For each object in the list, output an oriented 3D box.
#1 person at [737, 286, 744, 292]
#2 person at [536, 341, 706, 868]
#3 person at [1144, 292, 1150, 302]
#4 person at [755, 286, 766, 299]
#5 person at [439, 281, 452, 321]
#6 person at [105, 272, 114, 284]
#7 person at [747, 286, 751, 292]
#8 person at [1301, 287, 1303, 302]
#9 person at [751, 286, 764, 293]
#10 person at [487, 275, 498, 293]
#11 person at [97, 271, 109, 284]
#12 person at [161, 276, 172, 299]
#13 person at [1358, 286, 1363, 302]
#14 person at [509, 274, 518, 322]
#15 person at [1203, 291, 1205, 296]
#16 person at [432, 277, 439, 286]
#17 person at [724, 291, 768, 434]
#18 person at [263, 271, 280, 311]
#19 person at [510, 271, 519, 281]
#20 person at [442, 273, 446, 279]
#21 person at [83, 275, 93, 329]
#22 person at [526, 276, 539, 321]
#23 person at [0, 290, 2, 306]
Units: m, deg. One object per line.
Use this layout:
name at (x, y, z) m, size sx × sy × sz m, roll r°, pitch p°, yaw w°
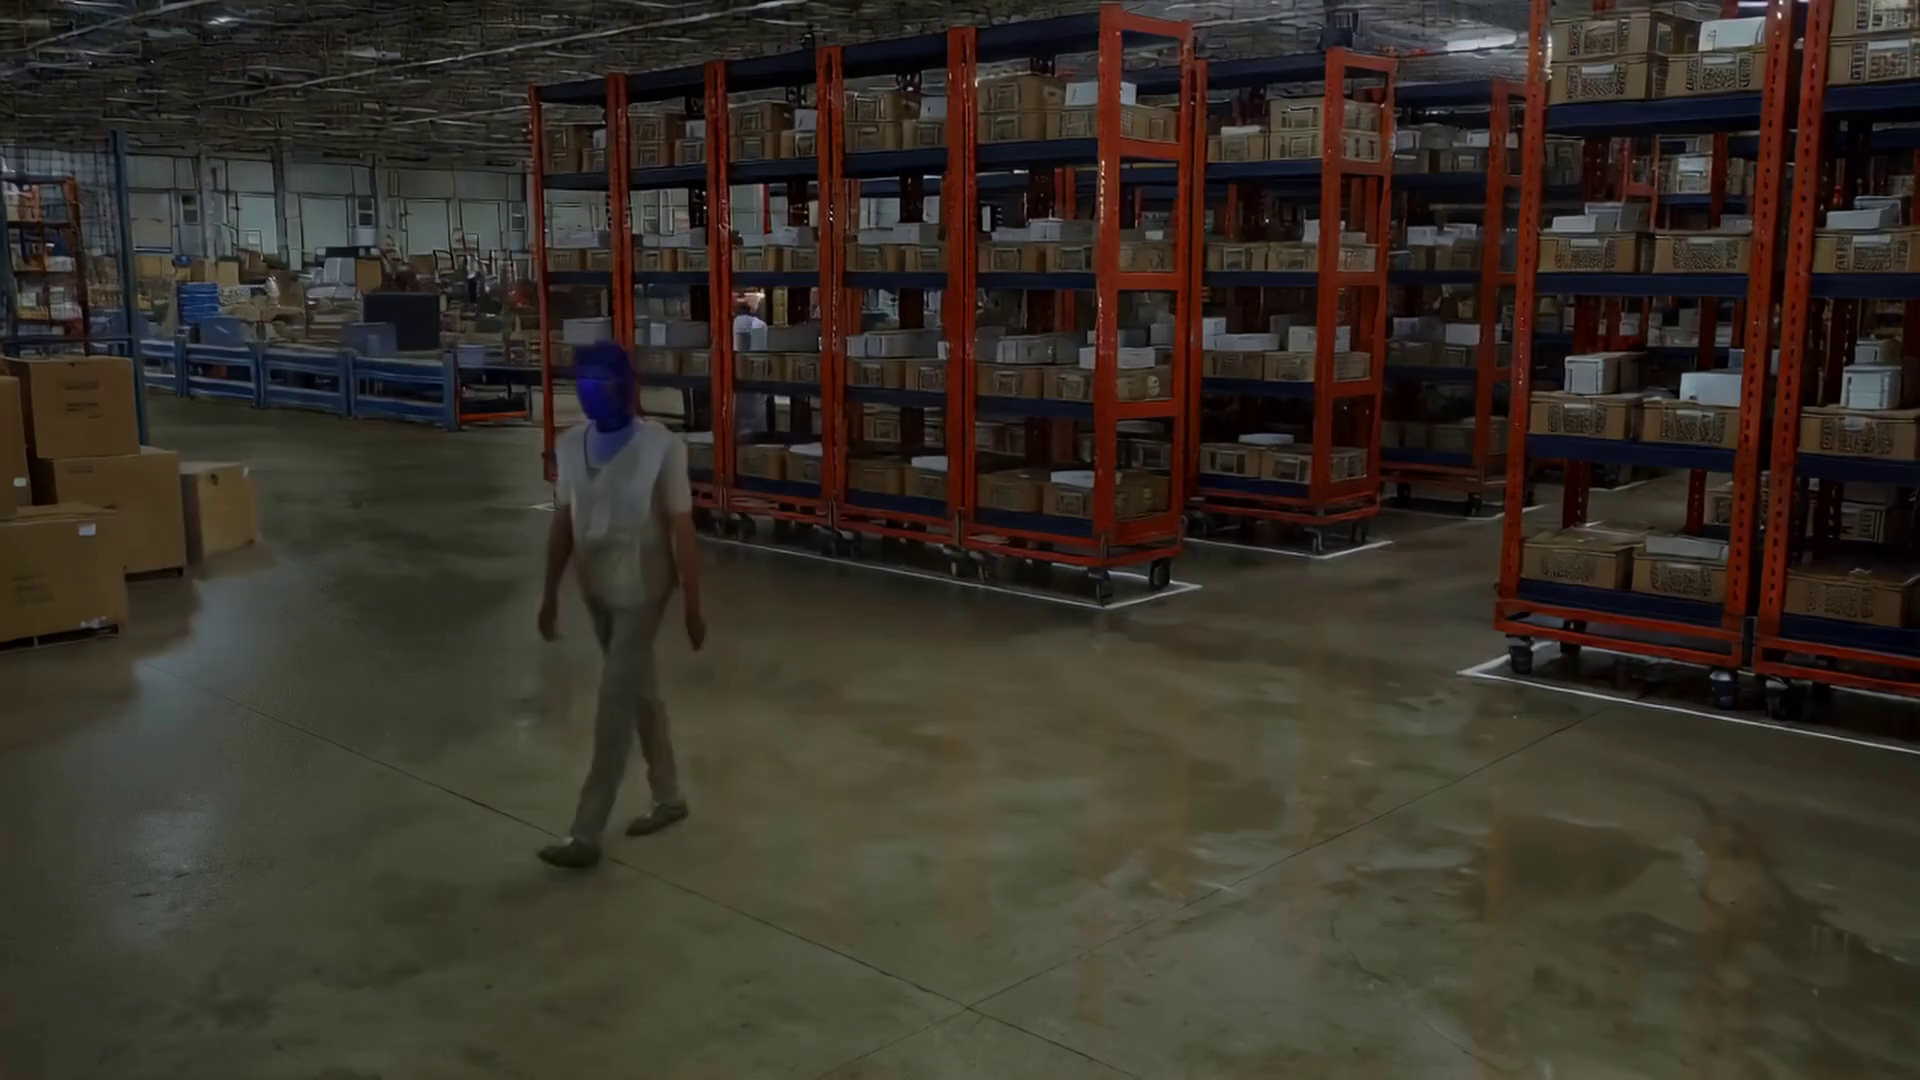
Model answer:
person at (-9.586, -10.491, 71.939) m, size 0.735 × 1.665 × 0.553 m, roll 2°, pitch 9°, yaw 11°
person at (-1.275, 0.220, 5.836) m, size 0.593 × 1.808 × 0.891 m, roll 7°, pitch 11°, yaw 36°
person at (7.018, -9.023, 62.884) m, size 0.317 × 1.695 × 0.540 m, roll 1°, pitch 9°, yaw 4°
person at (-5.718, -6.523, 47.681) m, size 0.541 × 1.646 × 0.868 m, roll -8°, pitch 13°, yaw -42°
person at (-13.739, -6.069, 44.585) m, size 0.555 × 1.745 × 0.552 m, roll 2°, pitch 9°, yaw 9°
person at (-38.286, -11.096, 74.830) m, size 0.387 × 1.948 × 0.602 m, roll 4°, pitch 10°, yaw 22°
person at (-9.134, -10.857, 73.392) m, size 0.551 × 1.936 × 0.356 m, roll -1°, pitch 9°, yaw -7°
person at (10.364, -6.965, 49.655) m, size 0.533 × 1.914 × 0.651 m, roll 6°, pitch 11°, yaw 31°
person at (-7.817, -9.367, 63.942) m, size 0.668 × 2.000 × 0.700 m, roll -4°, pitch 10°, yaw -26°
person at (-22.561, -11.896, 80.278) m, size 0.533 × 1.771 × 0.301 m, roll -3°, pitch 10°, yaw -19°
person at (-33.874, -9.643, 65.772) m, size 0.609 × 1.996 × 0.383 m, roll 5°, pitch 11°, yaw 30°
person at (-36.236, -11.178, 75.960) m, size 0.295 × 1.744 × 0.490 m, roll 7°, pitch 12°, yaw 38°
person at (6.421, -3.255, 26.930) m, size 0.785 × 1.881 × 0.673 m, roll -8°, pitch 12°, yaw -40°
person at (-15.653, -8.392, 58.473) m, size 0.324 × 1.876 × 0.526 m, roll -7°, pitch 12°, yaw -37°
person at (9.118, -9.134, 63.033) m, size 0.892 × 1.879 × 0.651 m, roll 7°, pitch 11°, yaw 35°
person at (-26.078, -12.205, 82.410) m, size 0.538 × 1.681 × 0.468 m, roll -6°, pitch 11°, yaw -32°
person at (-2.525, -2.050, 19.800) m, size 0.612 × 1.809 × 0.675 m, roll 7°, pitch 12°, yaw 36°
person at (-22.378, -7.739, 54.075) m, size 0.894 × 2.008 × 0.595 m, roll 7°, pitch 11°, yaw 35°
person at (-25.538, -14.413, 95.258) m, size 0.561 × 1.911 × 0.644 m, roll 2°, pitch 9°, yaw 11°
person at (-23.272, -11.073, 74.877) m, size 0.811 × 1.895 × 0.591 m, roll -6°, pitch 11°, yaw -31°
person at (-29.668, -8.071, 56.567) m, size 0.331 × 1.859 × 0.506 m, roll 2°, pitch 9°, yaw 13°
person at (-15.211, -8.528, 59.545) m, size 0.625 × 1.802 × 0.629 m, roll -6°, pitch 11°, yaw -34°
person at (-44.572, -11.422, 76.904) m, size 0.471 × 1.922 × 0.565 m, roll 0°, pitch 9°, yaw -2°
